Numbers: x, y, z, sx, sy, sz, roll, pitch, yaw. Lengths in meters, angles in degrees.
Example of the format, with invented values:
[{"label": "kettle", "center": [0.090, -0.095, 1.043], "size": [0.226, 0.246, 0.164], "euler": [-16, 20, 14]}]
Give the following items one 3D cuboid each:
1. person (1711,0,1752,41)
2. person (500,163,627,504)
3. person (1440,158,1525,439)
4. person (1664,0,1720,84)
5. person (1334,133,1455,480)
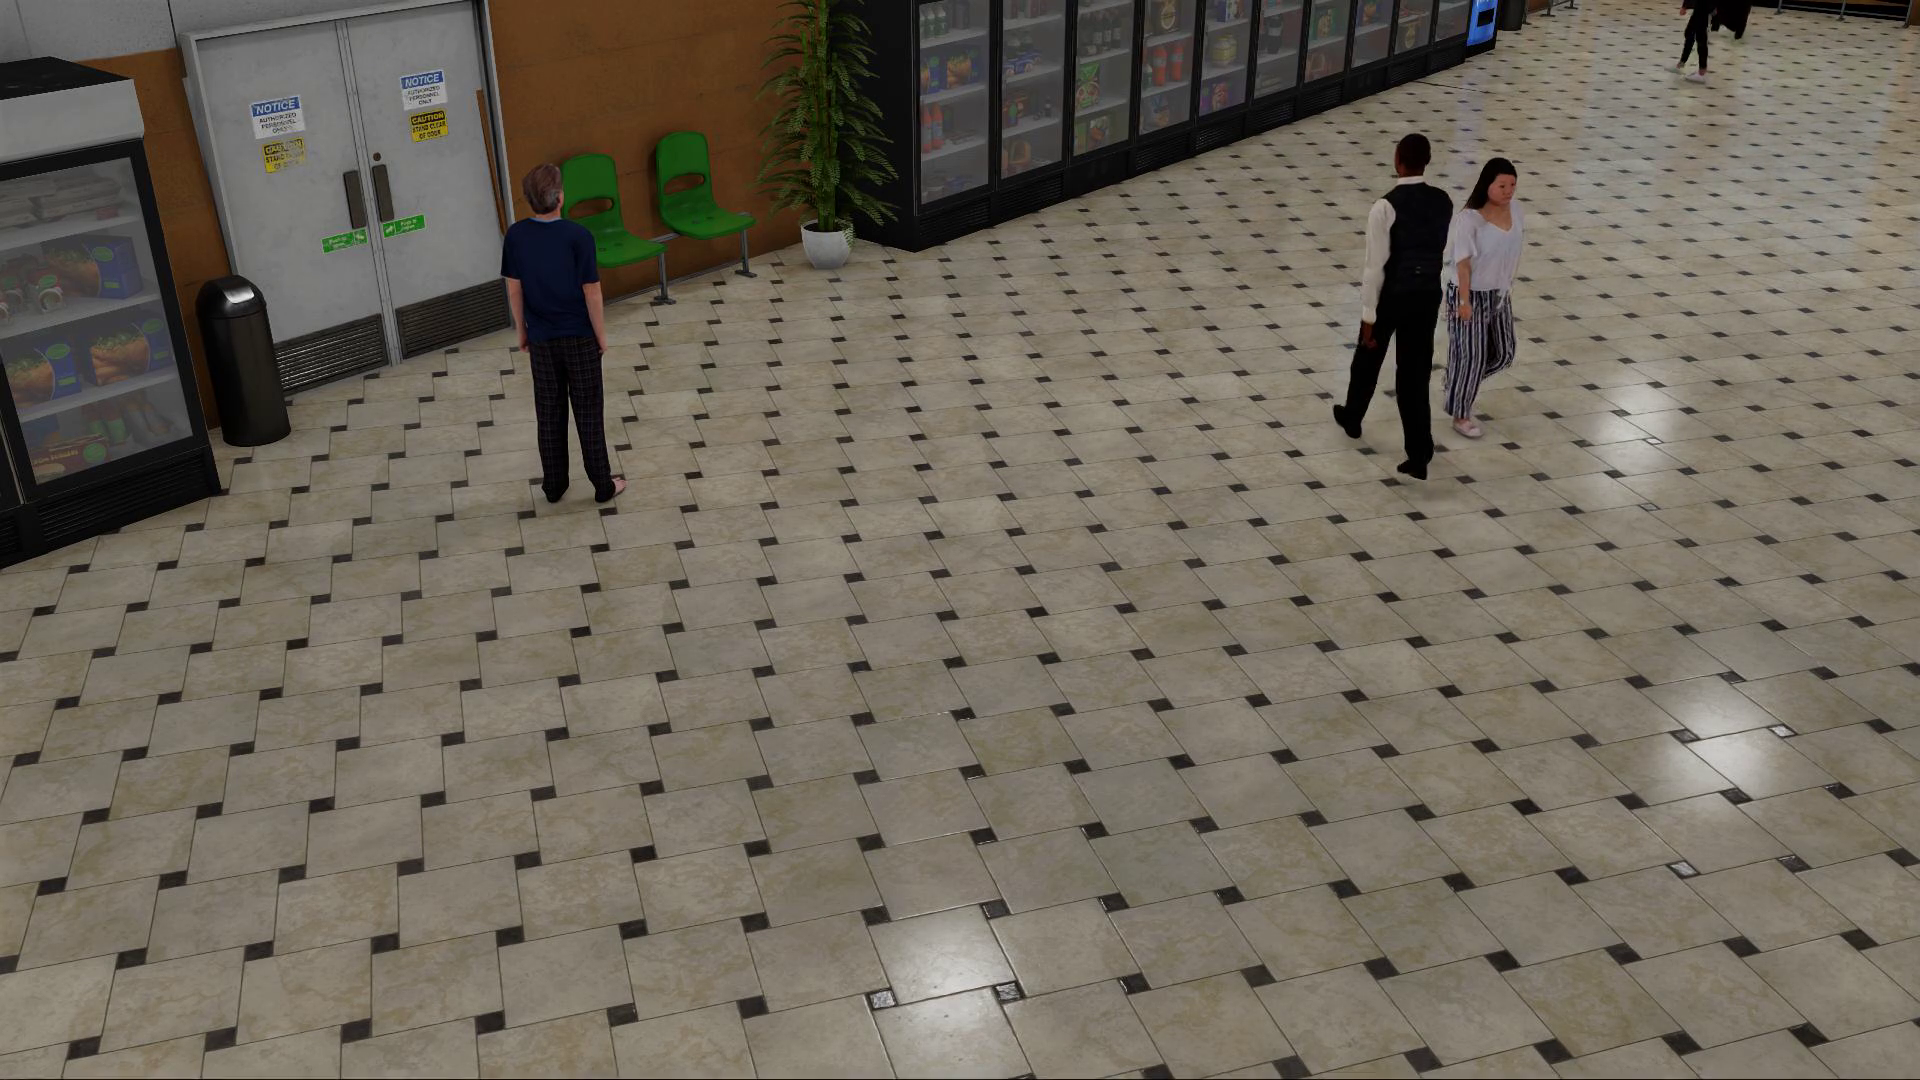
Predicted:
[{"label": "person", "center": [9.988, -7.227, 21.226], "size": [1.177, 1.708, 1.058], "euler": [6, 28, 12]}, {"label": "person", "center": [-2.142, -1.091, 8.946], "size": [0.692, 1.871, 0.796], "euler": [2, 27, 4]}, {"label": "person", "center": [3.048, -1.473, 9.923], "size": [0.831, 1.667, 0.896], "euler": [-13, 30, -25]}, {"label": "person", "center": [8.588, -6.102, 19.034], "size": [0.828, 1.684, 0.669], "euler": [24, 36, 39]}, {"label": "person", "center": [2.508, -1.238, 9.244], "size": [1.259, 1.863, 1.346], "euler": [-5, 27, -9]}]
